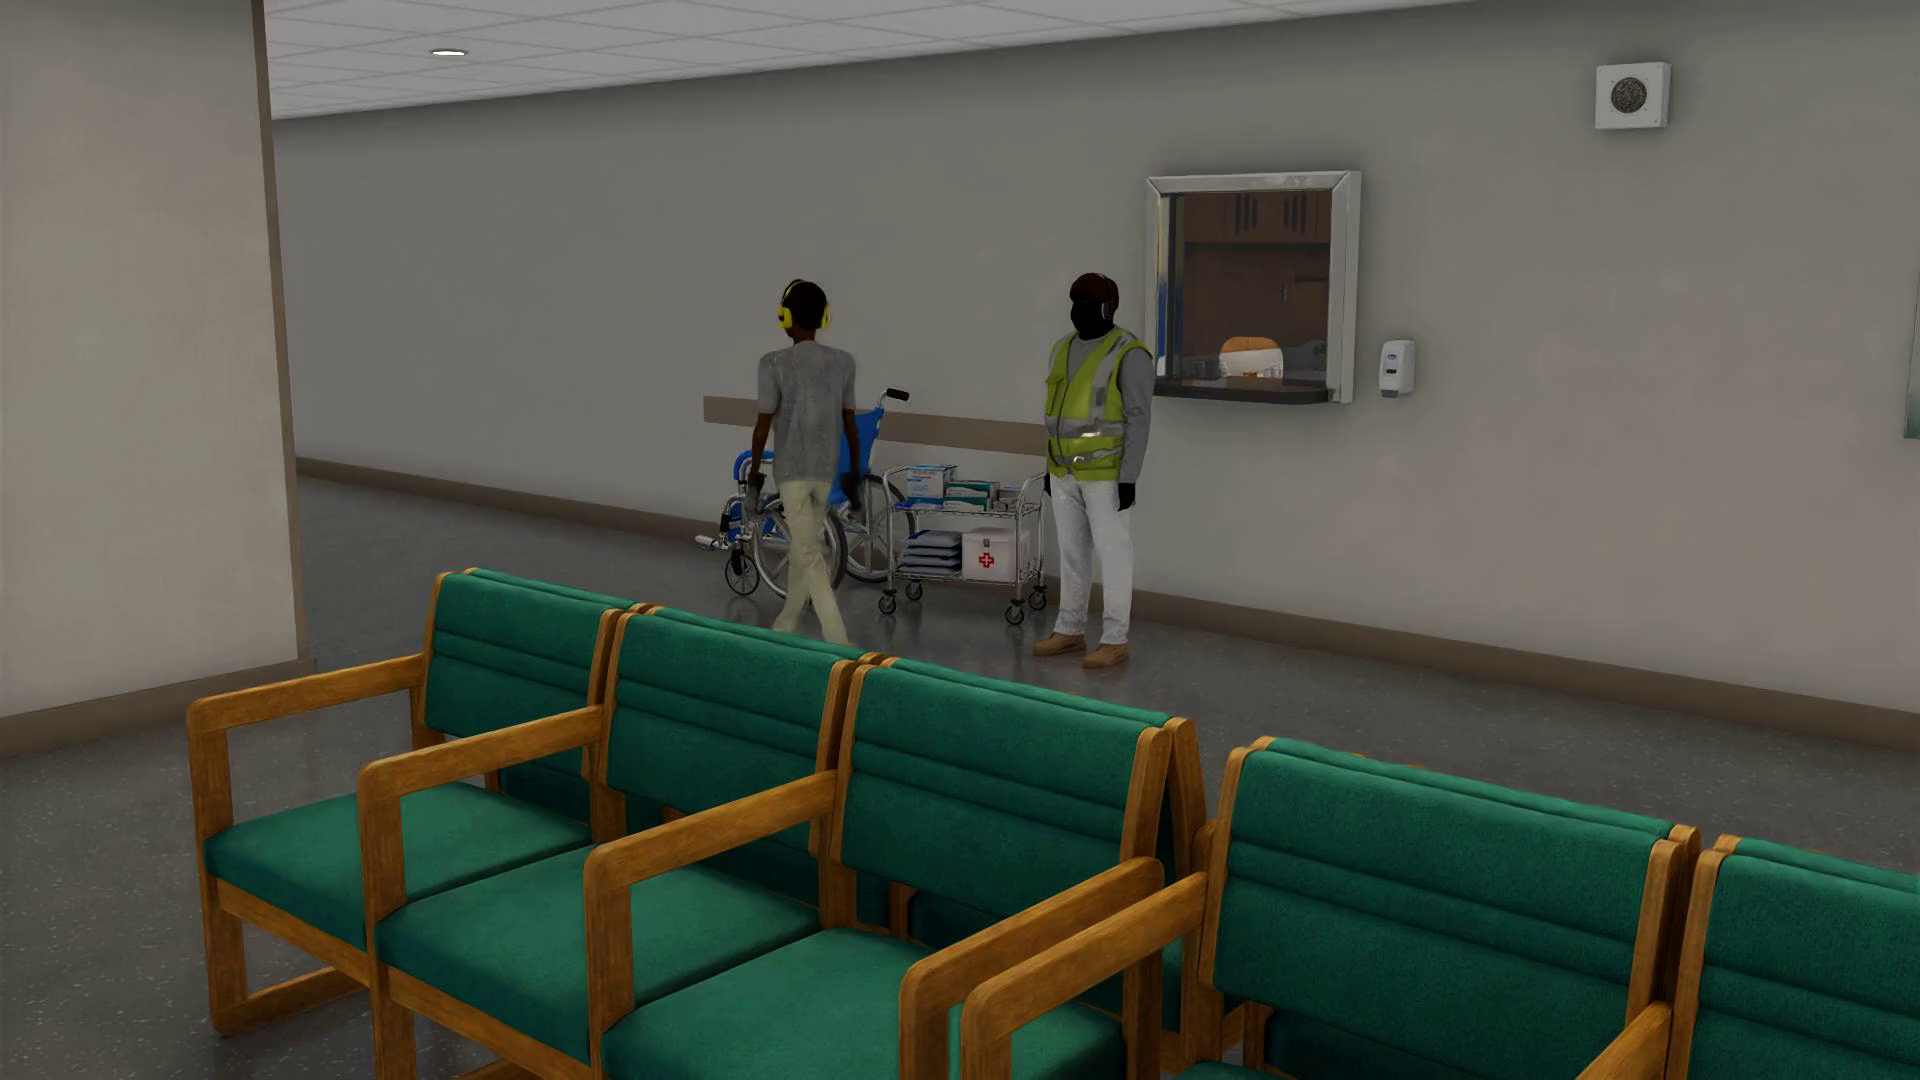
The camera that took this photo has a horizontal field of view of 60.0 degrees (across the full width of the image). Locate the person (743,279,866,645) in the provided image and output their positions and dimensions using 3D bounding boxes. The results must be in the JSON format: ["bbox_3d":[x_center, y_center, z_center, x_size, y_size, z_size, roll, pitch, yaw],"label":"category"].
[{"bbox_3d":[-0.724,-0.286,7.687,0.540,1.826,0.962,-7,12,-36],"label":"person"}]

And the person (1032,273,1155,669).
[{"bbox_3d":[0.610,-0.325,7.831,0.429,1.846,0.625,-8,13,-40],"label":"person"}]
